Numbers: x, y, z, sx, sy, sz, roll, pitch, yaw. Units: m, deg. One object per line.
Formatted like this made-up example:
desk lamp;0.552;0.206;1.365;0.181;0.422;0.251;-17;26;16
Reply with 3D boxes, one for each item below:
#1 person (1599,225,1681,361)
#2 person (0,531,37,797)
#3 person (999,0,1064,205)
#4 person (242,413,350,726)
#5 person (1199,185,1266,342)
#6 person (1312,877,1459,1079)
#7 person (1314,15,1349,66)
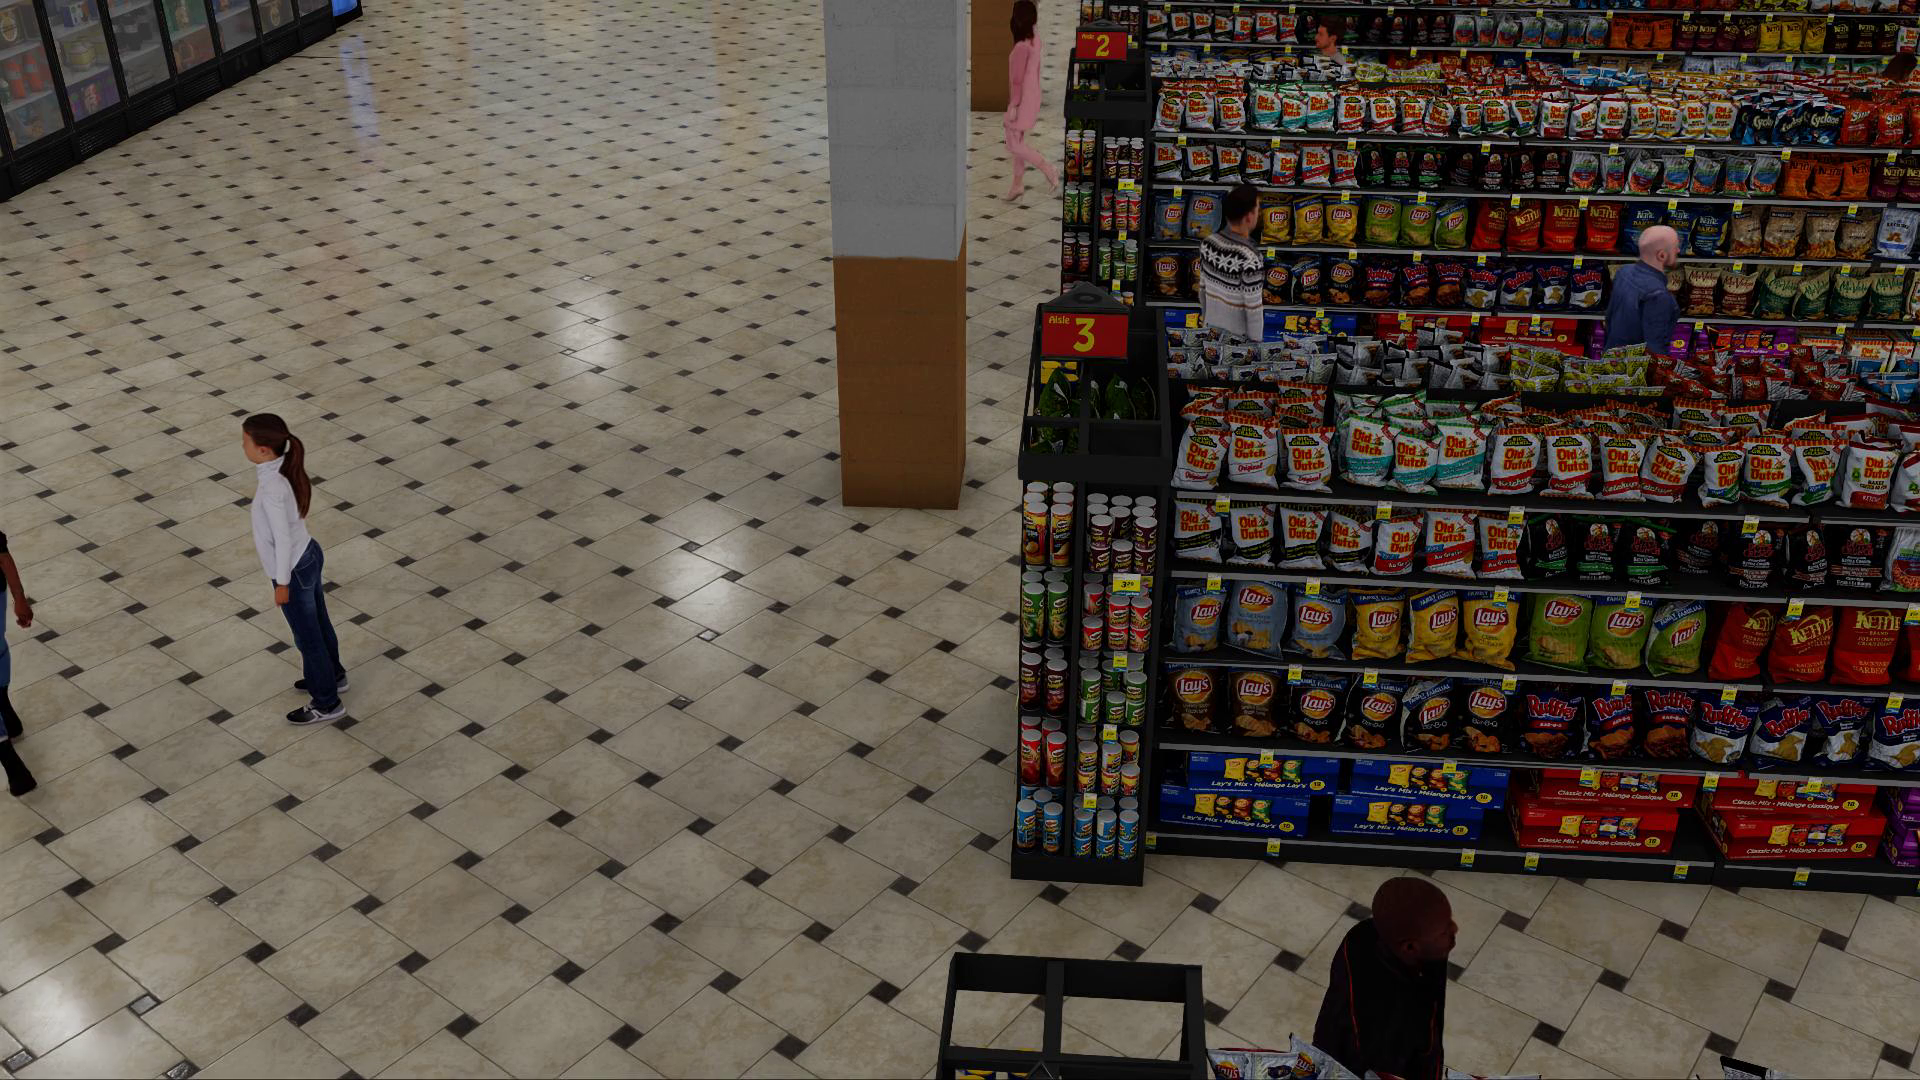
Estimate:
person;3.748;-0.874;9.300;0.679;1.826;0.766;-4;29;-8
person;-4.436;0.255;7.415;1.087;1.650;1.144;-22;35;-34
person;0.649;-3.856;14.812;0.933;1.778;0.765;9;30;16
person;-3.099;0.118;7.762;0.602;1.559;0.585;-5;29;-9
person;1.589;-1.176;9.815;0.785;1.863;0.768;-16;32;-27
person;1.036;1.659;4.696;1.145;1.792;0.729;1;29;2
person;3.127;-3.403;13.894;1.200;1.862;0.668;2;29;4
